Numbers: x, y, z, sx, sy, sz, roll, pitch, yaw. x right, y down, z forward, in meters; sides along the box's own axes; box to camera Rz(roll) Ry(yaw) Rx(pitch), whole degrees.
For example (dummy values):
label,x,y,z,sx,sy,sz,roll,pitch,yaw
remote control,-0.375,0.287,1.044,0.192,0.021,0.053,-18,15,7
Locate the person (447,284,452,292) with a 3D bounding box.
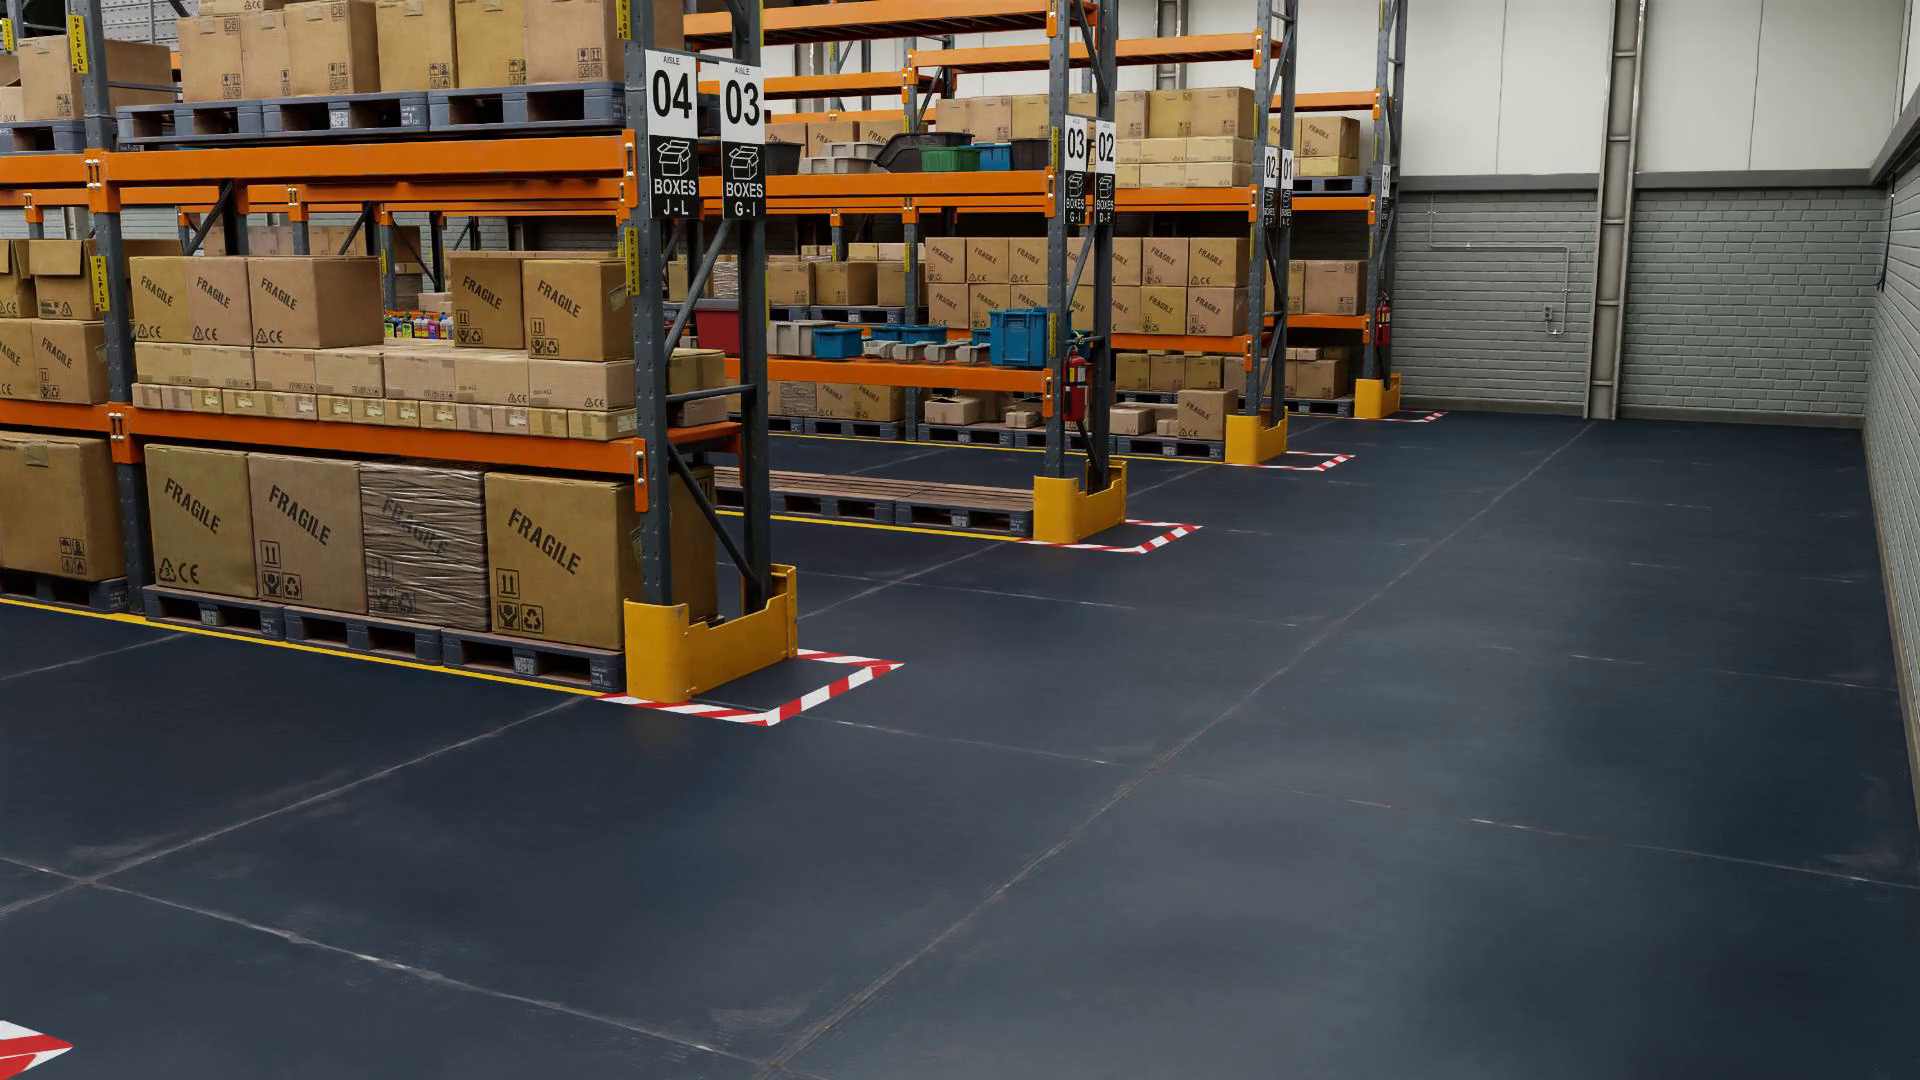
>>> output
label,x,y,z,sx,sy,sz,roll,pitch,yaw
person,-7.869,-3.205,25.975,0.520,1.616,0.436,-10,14,-42
